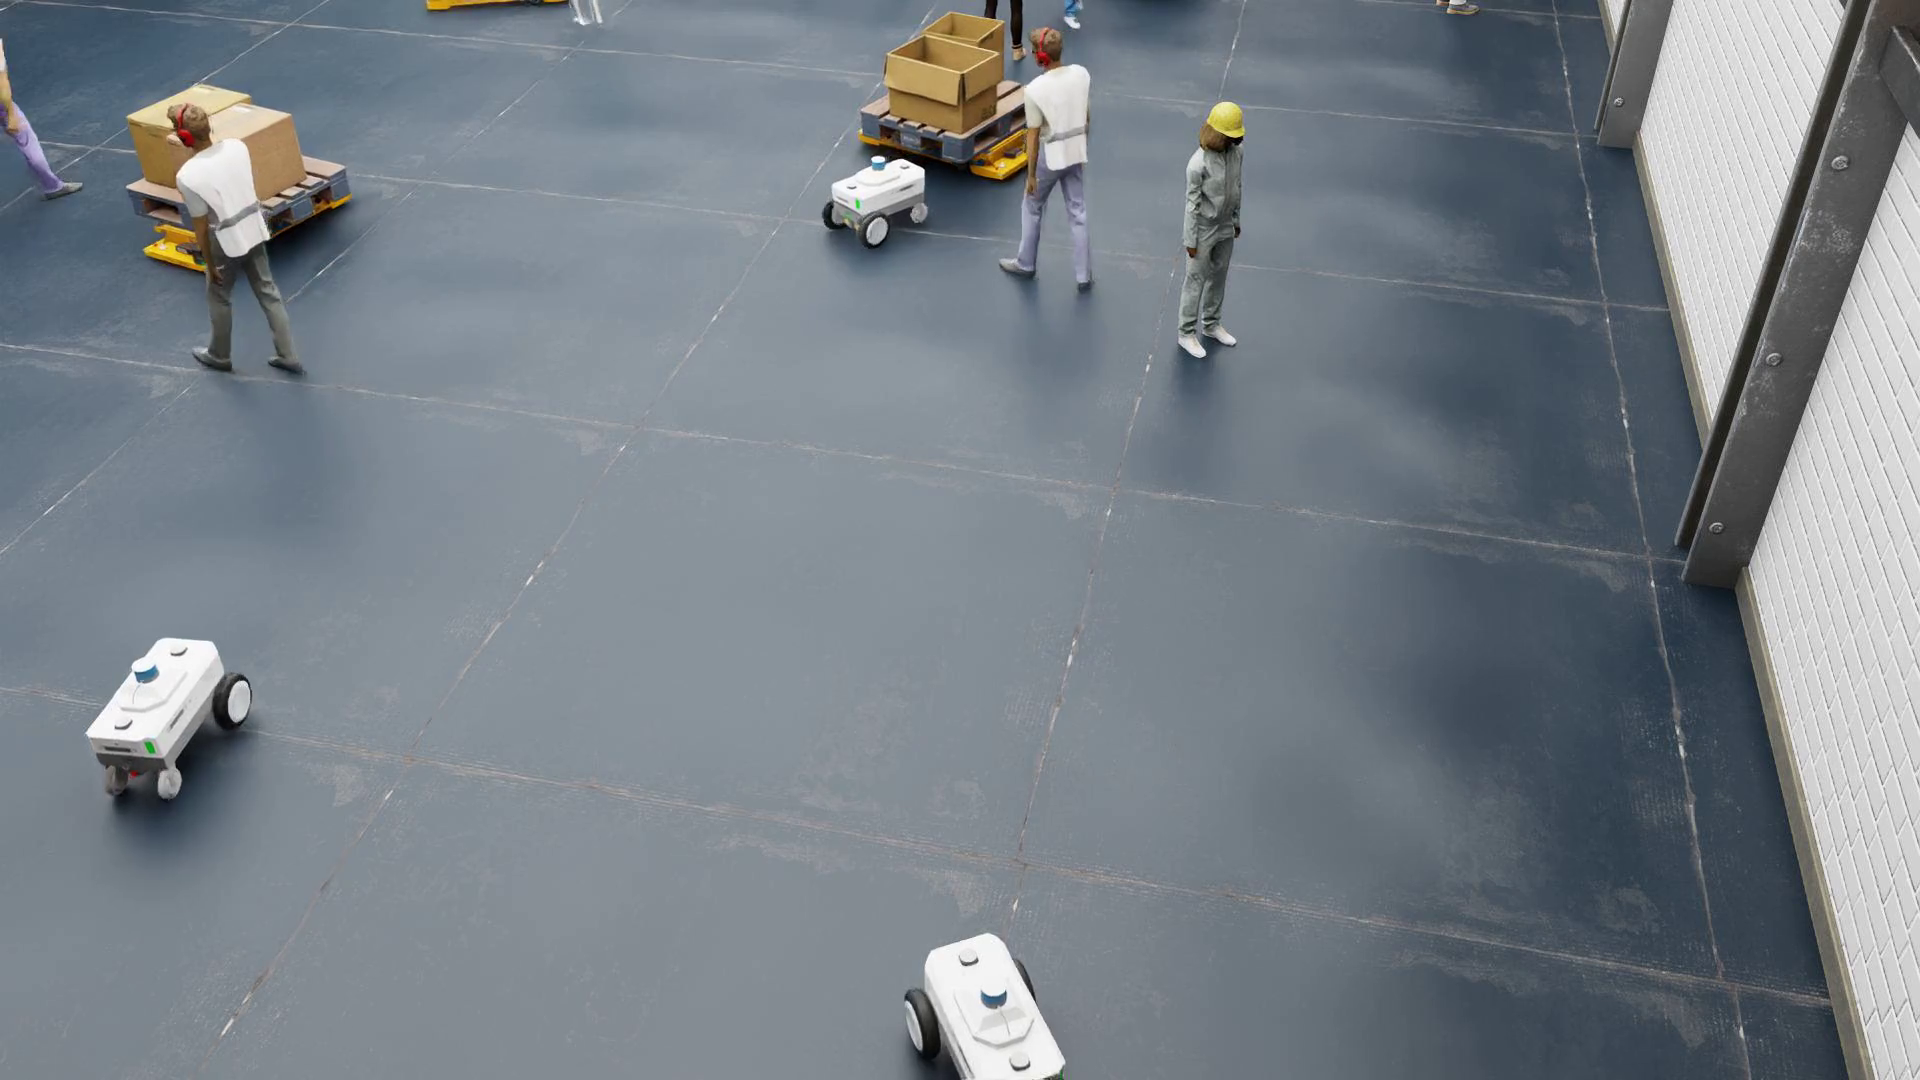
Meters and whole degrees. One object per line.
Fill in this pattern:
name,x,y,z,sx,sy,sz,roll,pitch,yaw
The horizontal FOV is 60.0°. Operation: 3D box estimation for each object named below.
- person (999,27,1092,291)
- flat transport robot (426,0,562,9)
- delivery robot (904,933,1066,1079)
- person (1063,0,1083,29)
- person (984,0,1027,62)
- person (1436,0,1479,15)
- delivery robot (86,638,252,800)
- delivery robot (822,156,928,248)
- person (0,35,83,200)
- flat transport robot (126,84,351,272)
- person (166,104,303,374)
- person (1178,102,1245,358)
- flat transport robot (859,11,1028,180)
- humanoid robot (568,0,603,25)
person,0.660,-2.601,11.422,0.583,1.802,0.667,-23,43,-28
flat transport robot,-4.591,-5.545,16.638,1.431,0.231,0.659,-7,37,-9
delivery robot,0.114,1.895,6.444,0.505,0.595,0.766,-13,39,-17
person,1.131,-5.728,15.681,0.471,1.713,0.440,-29,45,-33
person,0.413,-5.163,14.941,0.534,1.688,0.322,11,38,15
person,4.902,-6.018,15.924,0.341,1.882,0.583,-5,37,-7
delivery robot,-3.786,0.808,7.914,0.499,0.614,0.812,4,37,5
delivery robot,-0.619,-2.551,12.400,0.794,0.603,0.499,-29,46,-33
person,-7.157,-3.218,12.261,0.570,1.782,0.948,12,38,16
flat transport robot,-5.327,-2.423,12.460,0.659,0.231,1.431,17,40,21
person,-4.645,-1.878,10.442,0.777,1.816,0.585,16,40,20
person,1.629,-1.986,10.655,0.491,1.728,0.321,-29,45,-33
flat transport robot,-0.071,-3.297,13.631,1.431,0.231,0.659,22,42,27
humanoid robot,-3.607,-5.694,15.628,0.700,1.808,0.542,30,46,34
